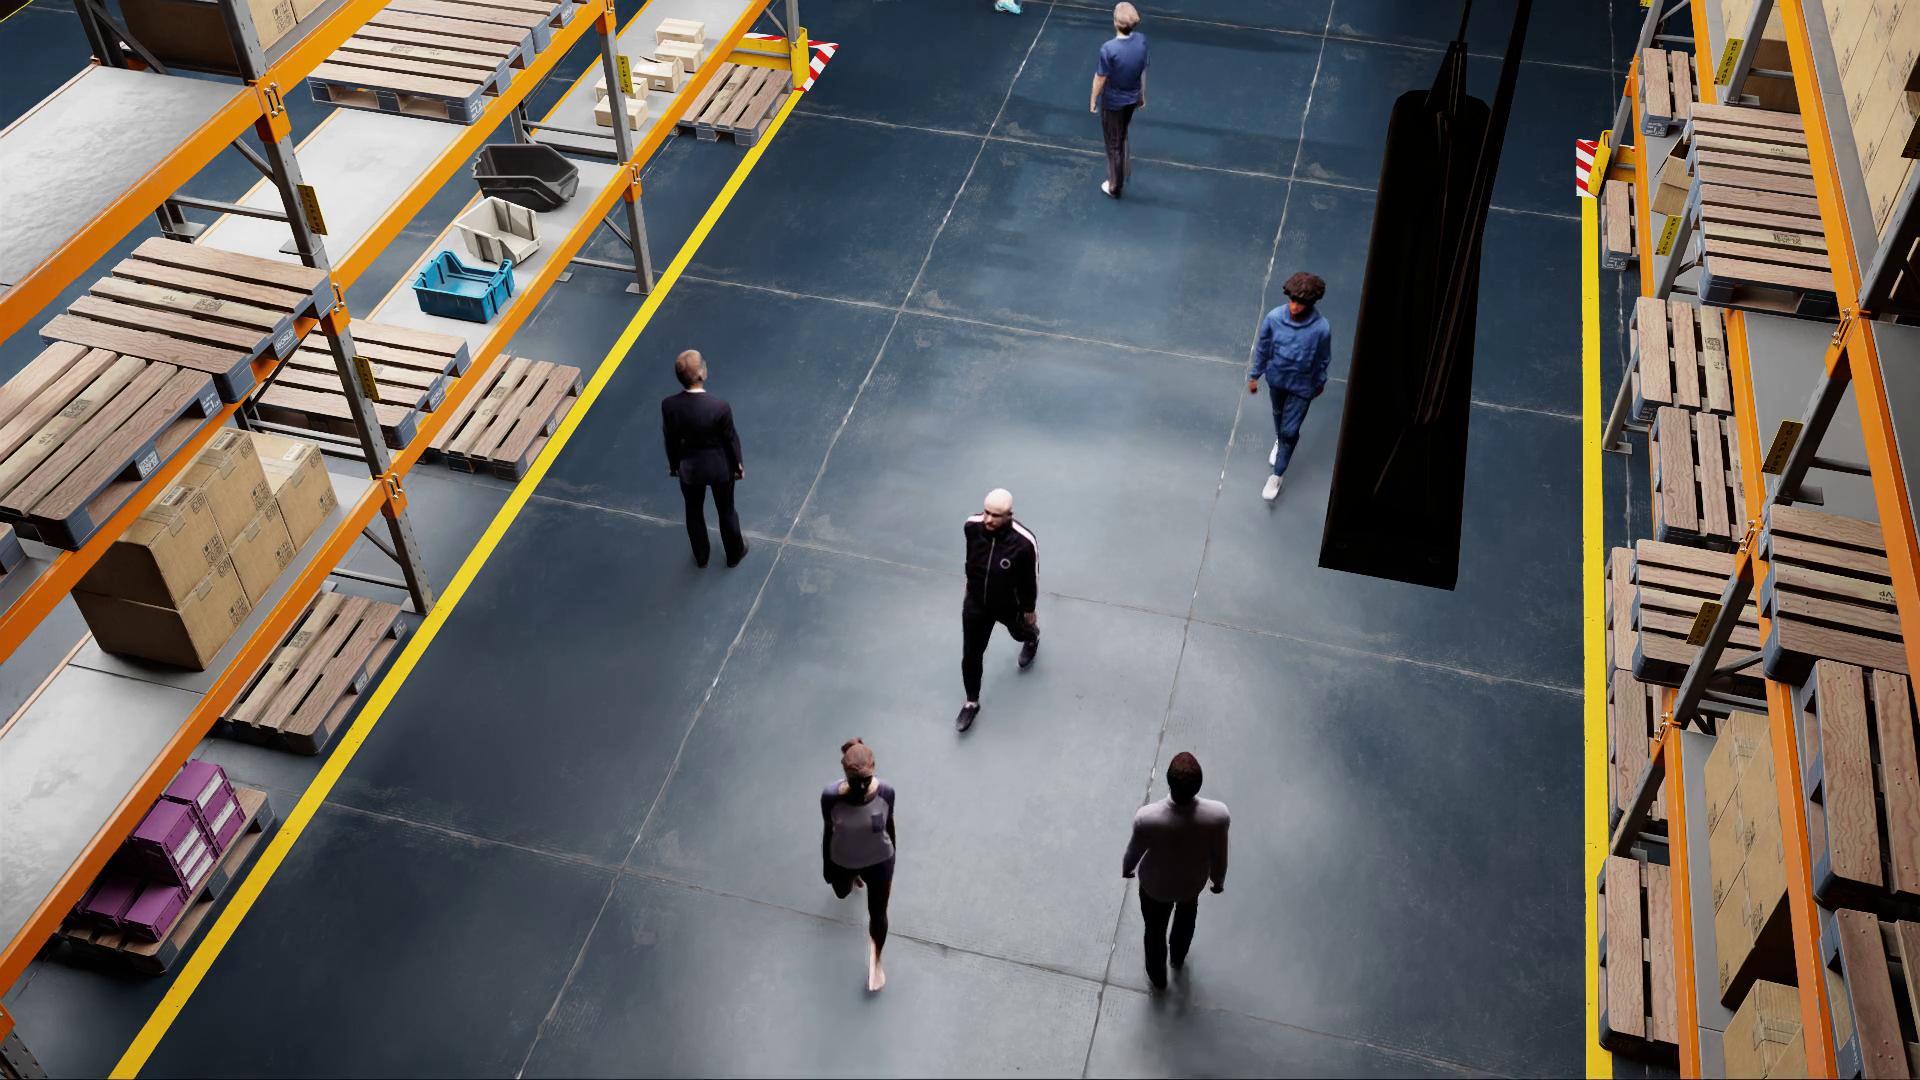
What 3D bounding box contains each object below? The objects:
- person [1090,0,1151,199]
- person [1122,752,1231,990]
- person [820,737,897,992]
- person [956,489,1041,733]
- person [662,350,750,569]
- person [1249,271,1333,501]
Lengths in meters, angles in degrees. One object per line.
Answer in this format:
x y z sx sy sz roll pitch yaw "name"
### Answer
1.497 -3.919 15.016 0.807 1.863 0.863 -20 47 -20 "person"
1.167 1.874 8.952 0.794 1.839 0.766 -3 44 -3 "person"
-0.559 1.691 9.213 0.780 1.742 1.097 -3 44 -3 "person"
0.296 0.328 10.604 0.834 1.799 1.253 18 46 18 "person"
-1.772 -0.543 11.506 0.726 1.815 0.649 2 44 3 "person"
2.477 -1.253 12.274 0.853 1.783 1.075 21 47 21 "person"
